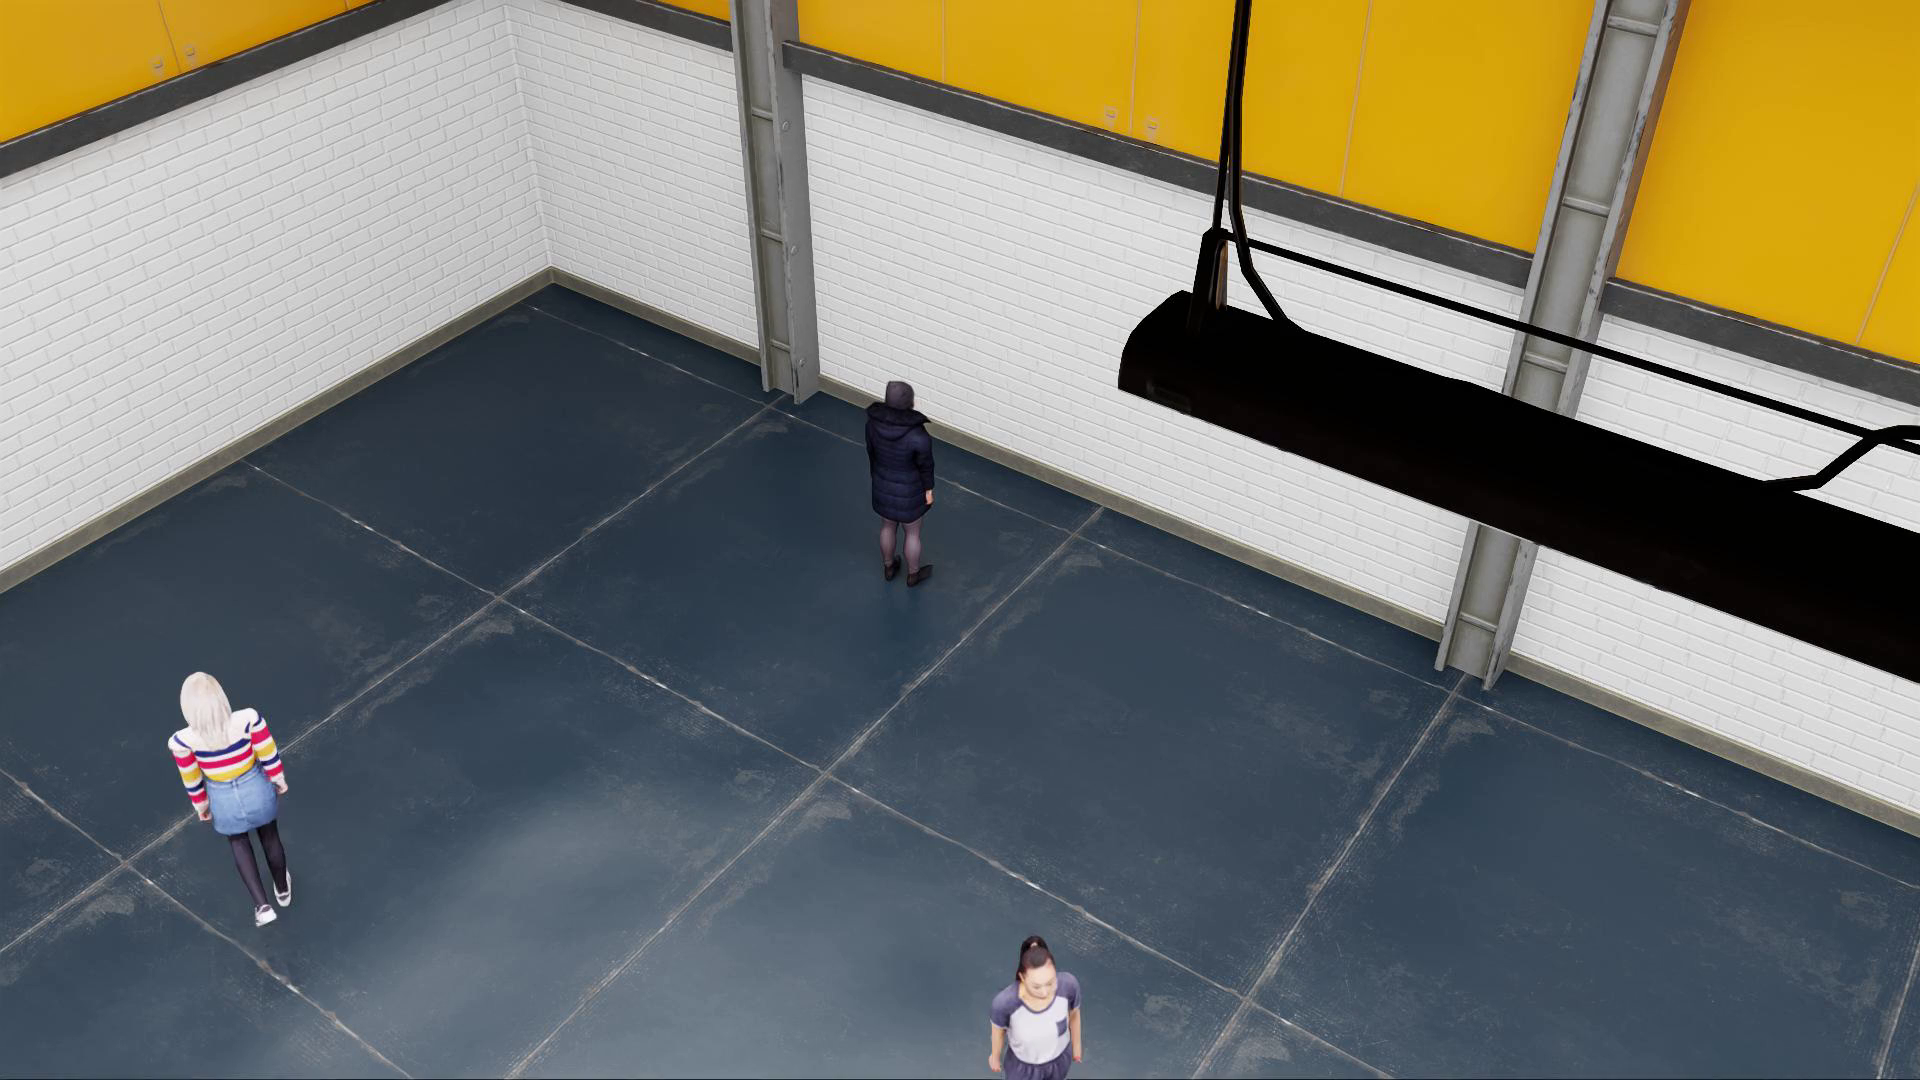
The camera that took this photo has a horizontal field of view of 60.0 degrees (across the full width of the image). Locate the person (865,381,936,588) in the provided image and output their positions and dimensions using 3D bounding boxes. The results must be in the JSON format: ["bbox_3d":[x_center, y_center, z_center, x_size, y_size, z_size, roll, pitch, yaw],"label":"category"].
[{"bbox_3d":[-0.419,-0.391,11.622,0.622,1.674,0.764,17,42,20],"label":"person"}]

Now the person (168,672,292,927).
[{"bbox_3d":[-3.959,1.475,9.186,0.859,1.799,0.949,-16,41,-19],"label":"person"}]

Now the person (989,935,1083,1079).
[{"bbox_3d":[0.343,2.472,8.086,0.951,1.613,1.103,-13,40,-16],"label":"person"}]
